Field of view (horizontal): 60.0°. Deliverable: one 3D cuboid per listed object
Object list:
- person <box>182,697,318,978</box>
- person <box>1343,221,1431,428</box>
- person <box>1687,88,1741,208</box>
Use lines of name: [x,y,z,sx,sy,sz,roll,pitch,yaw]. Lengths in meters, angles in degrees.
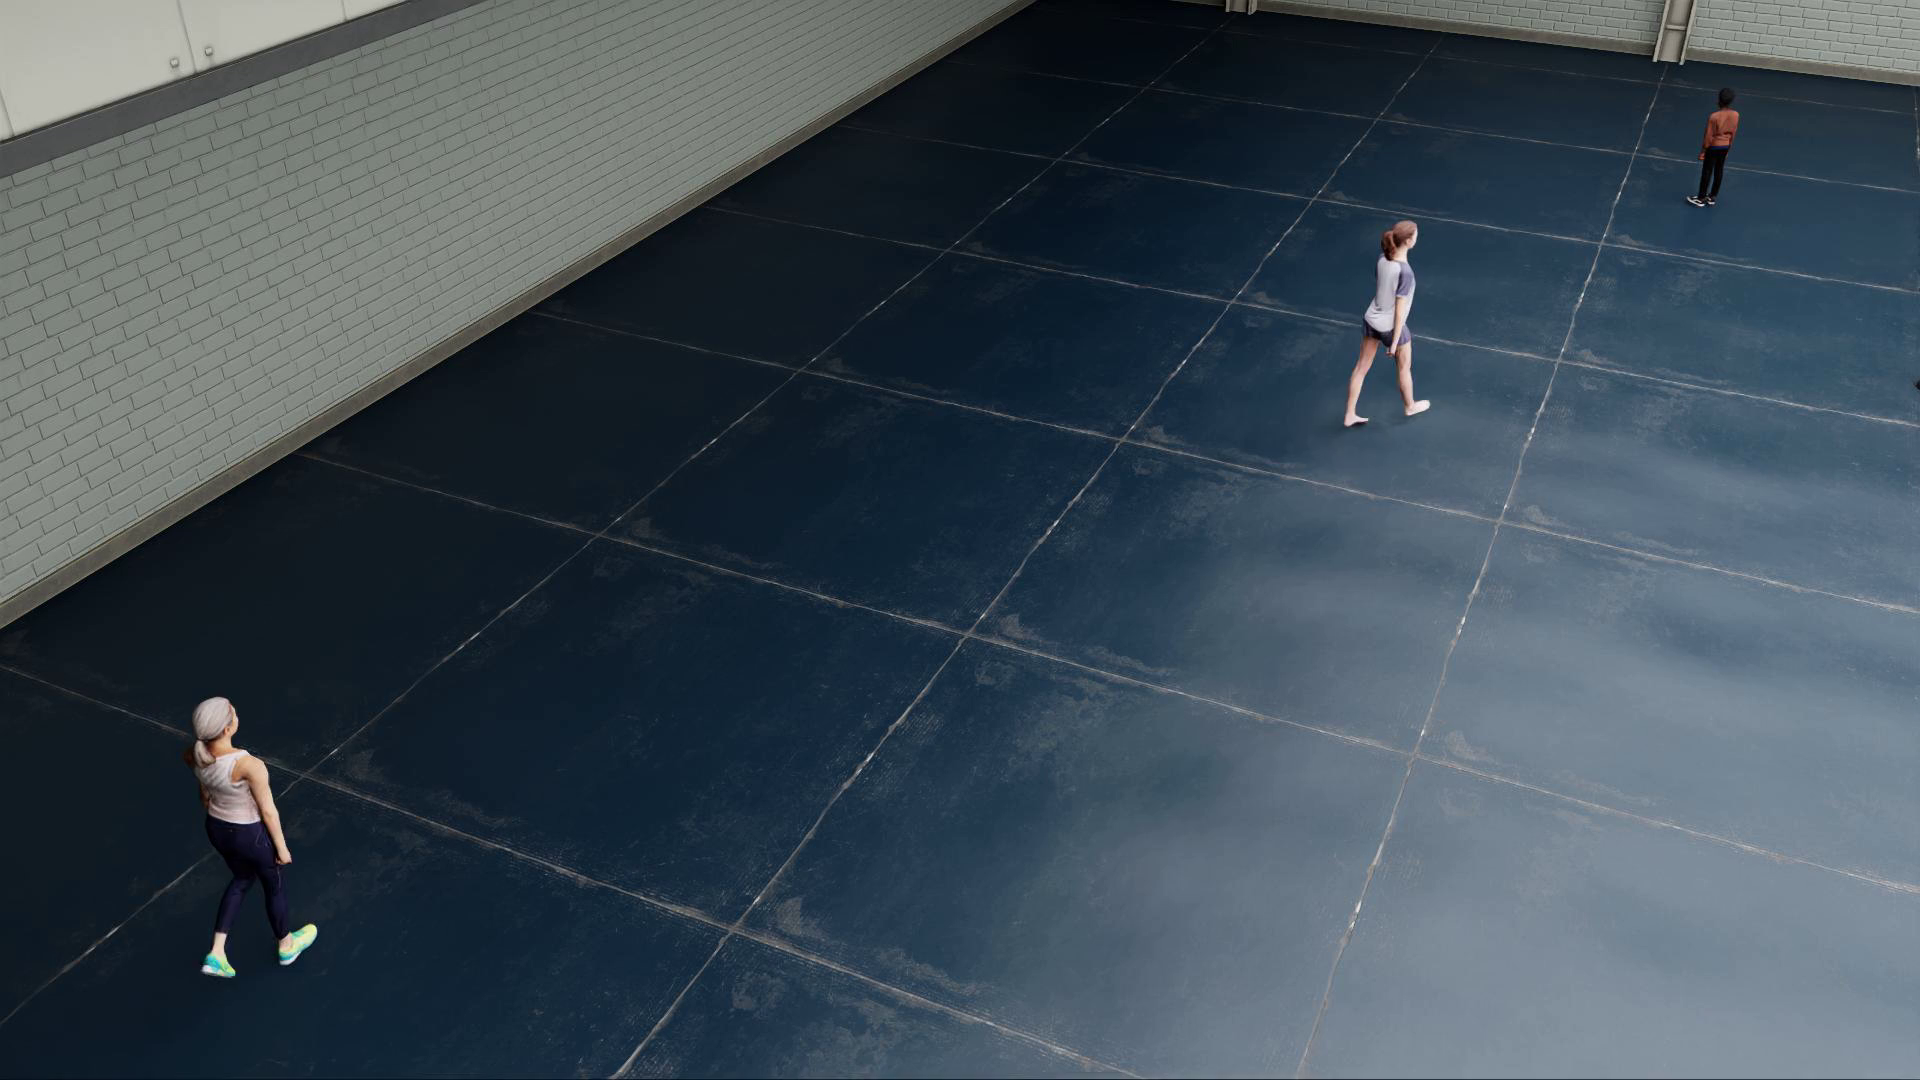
person: [-3.589,1.531,8.202,0.815,1.691,0.692,11,34,17]
person: [3.315,-1.679,13.249,0.997,1.737,1.031,-19,37,-27]
person: [8.034,-4.171,17.650,0.576,1.255,0.654,-7,33,-11]
